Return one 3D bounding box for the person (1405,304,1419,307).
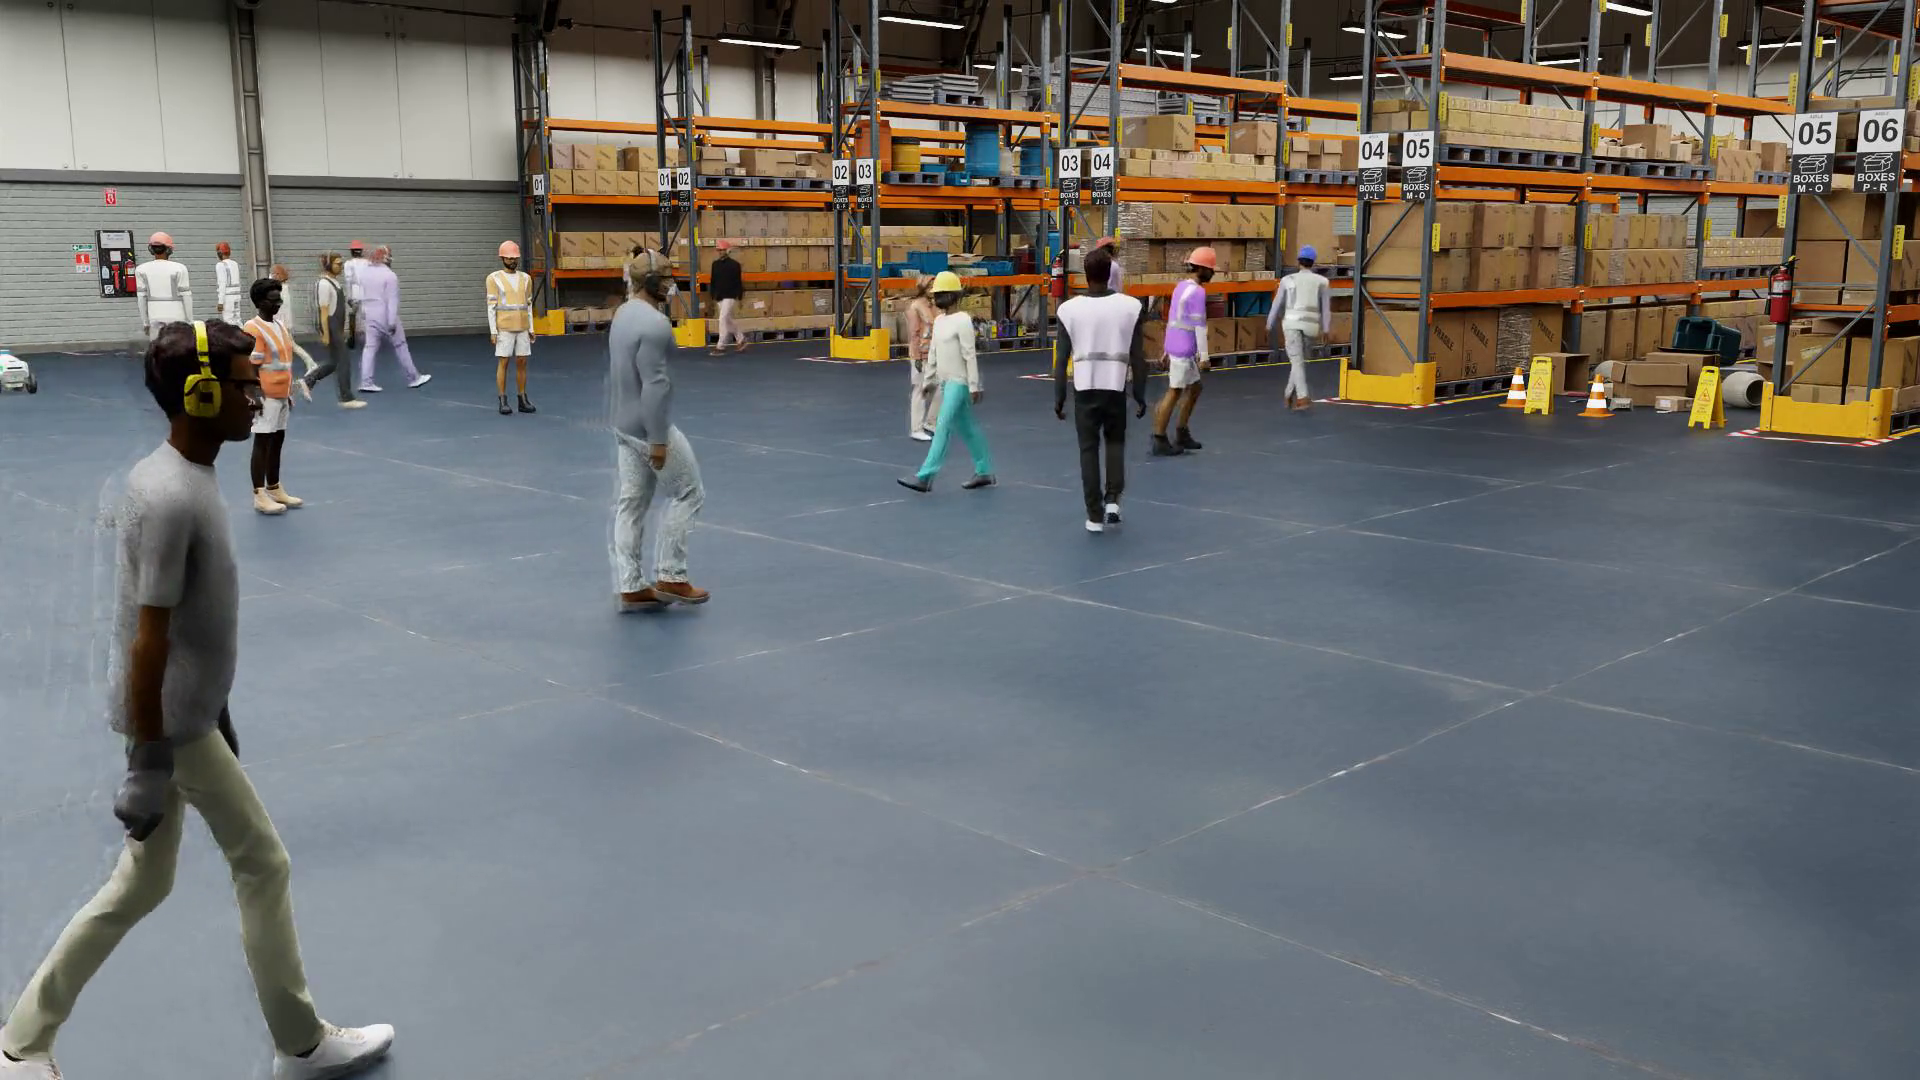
[{"bbox_3d":[7.182,-3.710,26.200,0.429,1.841,0.633,5,11,24],"label":"person"}]

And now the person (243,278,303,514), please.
[{"bbox_3d":[-5.024,-1.057,12.121,0.318,1.698,0.539,0,10,2],"label":"person"}]

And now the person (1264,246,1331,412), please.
[{"bbox_3d":[3.894,-2.425,19.110,0.706,1.883,1.024,-1,10,-4],"label":"person"}]

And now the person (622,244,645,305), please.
[{"bbox_3d":[-5.291,-3.920,27.324,0.532,1.853,0.717,-3,11,-17],"label":"person"}]

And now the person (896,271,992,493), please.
[{"bbox_3d":[-0.101,-1.232,13.032,0.922,1.716,0.547,-5,12,-25],"label":"person"}]

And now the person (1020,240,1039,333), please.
[{"bbox_3d":[1.451,-5.149,33.846,0.647,1.923,0.478,6,12,32],"label":"person"}]

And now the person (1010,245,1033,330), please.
[{"bbox_3d":[1.295,-5.334,35.152,0.593,1.806,0.753,10,14,42],"label":"person"}]

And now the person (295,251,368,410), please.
[{"bbox_3d":[-7.324,-2.425,19.231,0.726,1.828,0.516,-2,11,-12],"label":"person"}]

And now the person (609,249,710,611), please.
[{"bbox_3d":[-1.586,-0.581,8.916,0.625,1.919,0.661,-6,12,-30],"label":"person"}]

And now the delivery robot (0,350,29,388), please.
[{"bbox_3d":[-12.213,-2.190,21.287,0.707,0.478,0.477,10,14,43],"label":"delivery robot"}]

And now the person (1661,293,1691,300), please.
[{"bbox_3d":[12.986,-4.361,29.847,0.916,1.800,0.622,-8,13,-37],"label":"person"}]

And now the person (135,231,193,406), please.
[{"bbox_3d":[-9.405,-2.625,19.736,0.608,2.044,0.372,-1,10,-7],"label":"person"}]

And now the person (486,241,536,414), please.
[{"bbox_3d":[-5.056,-2.405,18.824,0.552,1.936,0.359,-9,14,-41],"label":"person"}]

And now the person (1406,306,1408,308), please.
[{"bbox_3d":[7.267,-3.711,26.166,0.588,1.877,1.008,6,12,31],"label":"person"}]

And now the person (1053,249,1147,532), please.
[{"bbox_3d":[0.948,-1.013,11.324,0.637,1.900,0.479,0,10,-2],"label":"person"}]

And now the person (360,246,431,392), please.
[{"bbox_3d":[-7.395,-2.859,21.525,0.643,1.857,0.988,6,12,28],"label":"person"}]

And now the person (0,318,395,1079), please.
[{"bbox_3d":[-1.822,0.423,3.752,0.882,1.823,0.508,-6,12,-30],"label":"person"}]

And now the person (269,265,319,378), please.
[{"bbox_3d":[-9.463,-3.065,23.340,0.819,1.597,0.498,-6,12,-29],"label":"person"}]

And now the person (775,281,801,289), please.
[{"bbox_3d":[-3.456,-5.138,34.085,0.563,1.820,0.889,9,14,42],"label":"person"}]

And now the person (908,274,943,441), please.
[{"bbox_3d":[-0.297,-1.776,16.244,0.436,1.623,0.542,7,12,33],"label":"person"}]

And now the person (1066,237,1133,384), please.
[{"bbox_3d":[1.970,-3.122,22.637,1.059,1.955,0.709,2,11,11],"label":"person"}]

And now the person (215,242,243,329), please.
[{"bbox_3d":[-11.949,-3.913,27.194,0.346,1.881,0.578,1,10,8],"label":"person"}]

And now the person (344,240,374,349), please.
[{"bbox_3d":[-10.602,-4.307,29.272,0.563,1.908,0.831,-9,14,-41],"label":"person"}]

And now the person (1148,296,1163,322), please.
[{"bbox_3d":[4.575,-5.954,38.203,0.600,1.935,1.043,8,13,36],"label":"person"}]

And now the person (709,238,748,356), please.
[{"bbox_3d":[-3.929,-4.130,28.190,0.620,1.967,0.962,8,13,37],"label":"person"}]

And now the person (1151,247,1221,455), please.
[{"bbox_3d":[2.067,-1.723,15.226,0.678,1.889,0.539,-1,10,-4],"label":"person"}]
